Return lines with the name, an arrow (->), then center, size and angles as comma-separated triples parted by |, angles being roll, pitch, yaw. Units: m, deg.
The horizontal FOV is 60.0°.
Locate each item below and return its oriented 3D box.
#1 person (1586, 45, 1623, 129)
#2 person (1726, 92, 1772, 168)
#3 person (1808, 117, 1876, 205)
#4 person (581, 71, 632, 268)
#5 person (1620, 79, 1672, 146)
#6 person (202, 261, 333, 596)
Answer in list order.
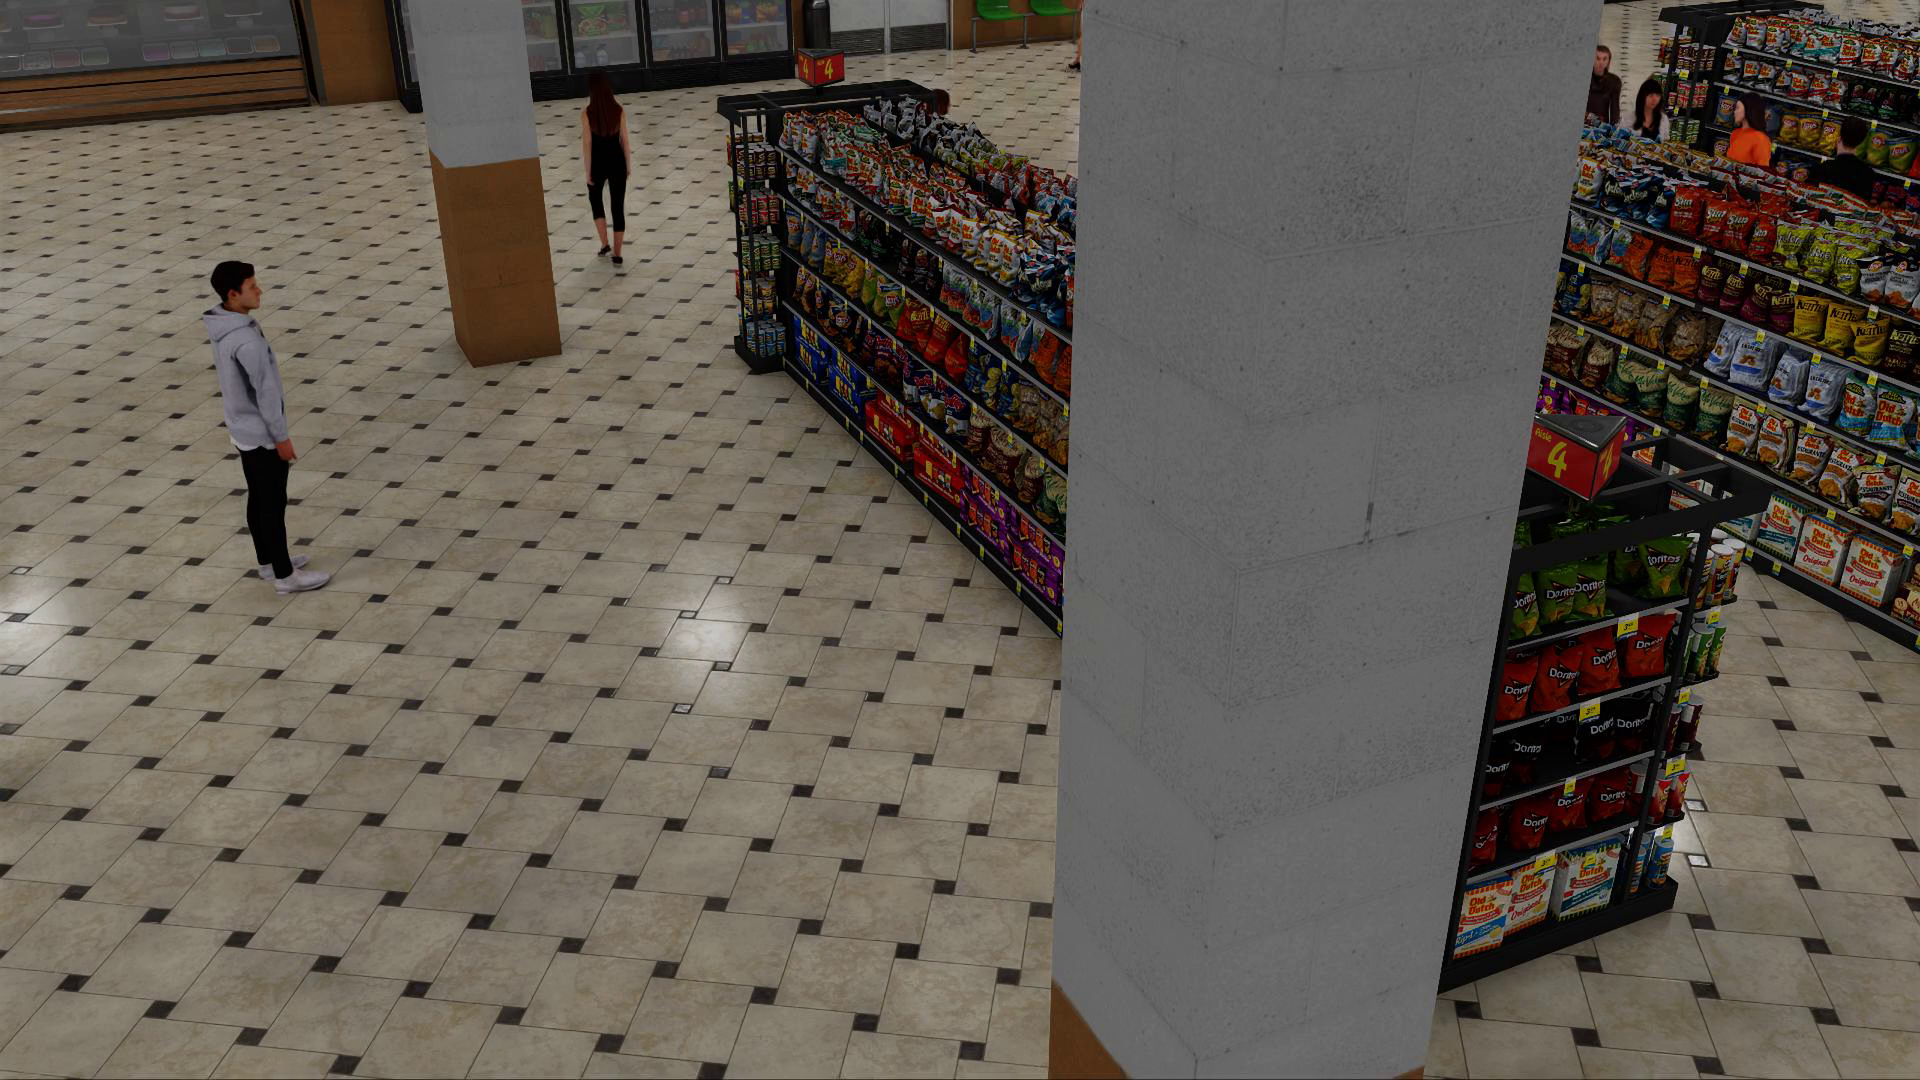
person -> 6.129, -3.958, 16.196 | 0.972, 1.671, 1.170 | 3, 27, 5
person -> 6.683, -2.861, 13.997 | 0.995, 1.703, 1.053 | -2, 27, -5
person -> 6.518, -2.183, 12.480 | 0.828, 1.867, 0.815 | -1, 27, -3
person -> -3.125, -3.268, 14.791 | 0.609, 1.712, 0.652 | -8, 28, -16
person -> 6.108, -3.347, 15.073 | 0.855, 1.596, 1.133 | -3, 27, -6
person -> -3.954, -0.626, 9.344 | 0.798, 1.926, 0.611 | -22, 34, -36
